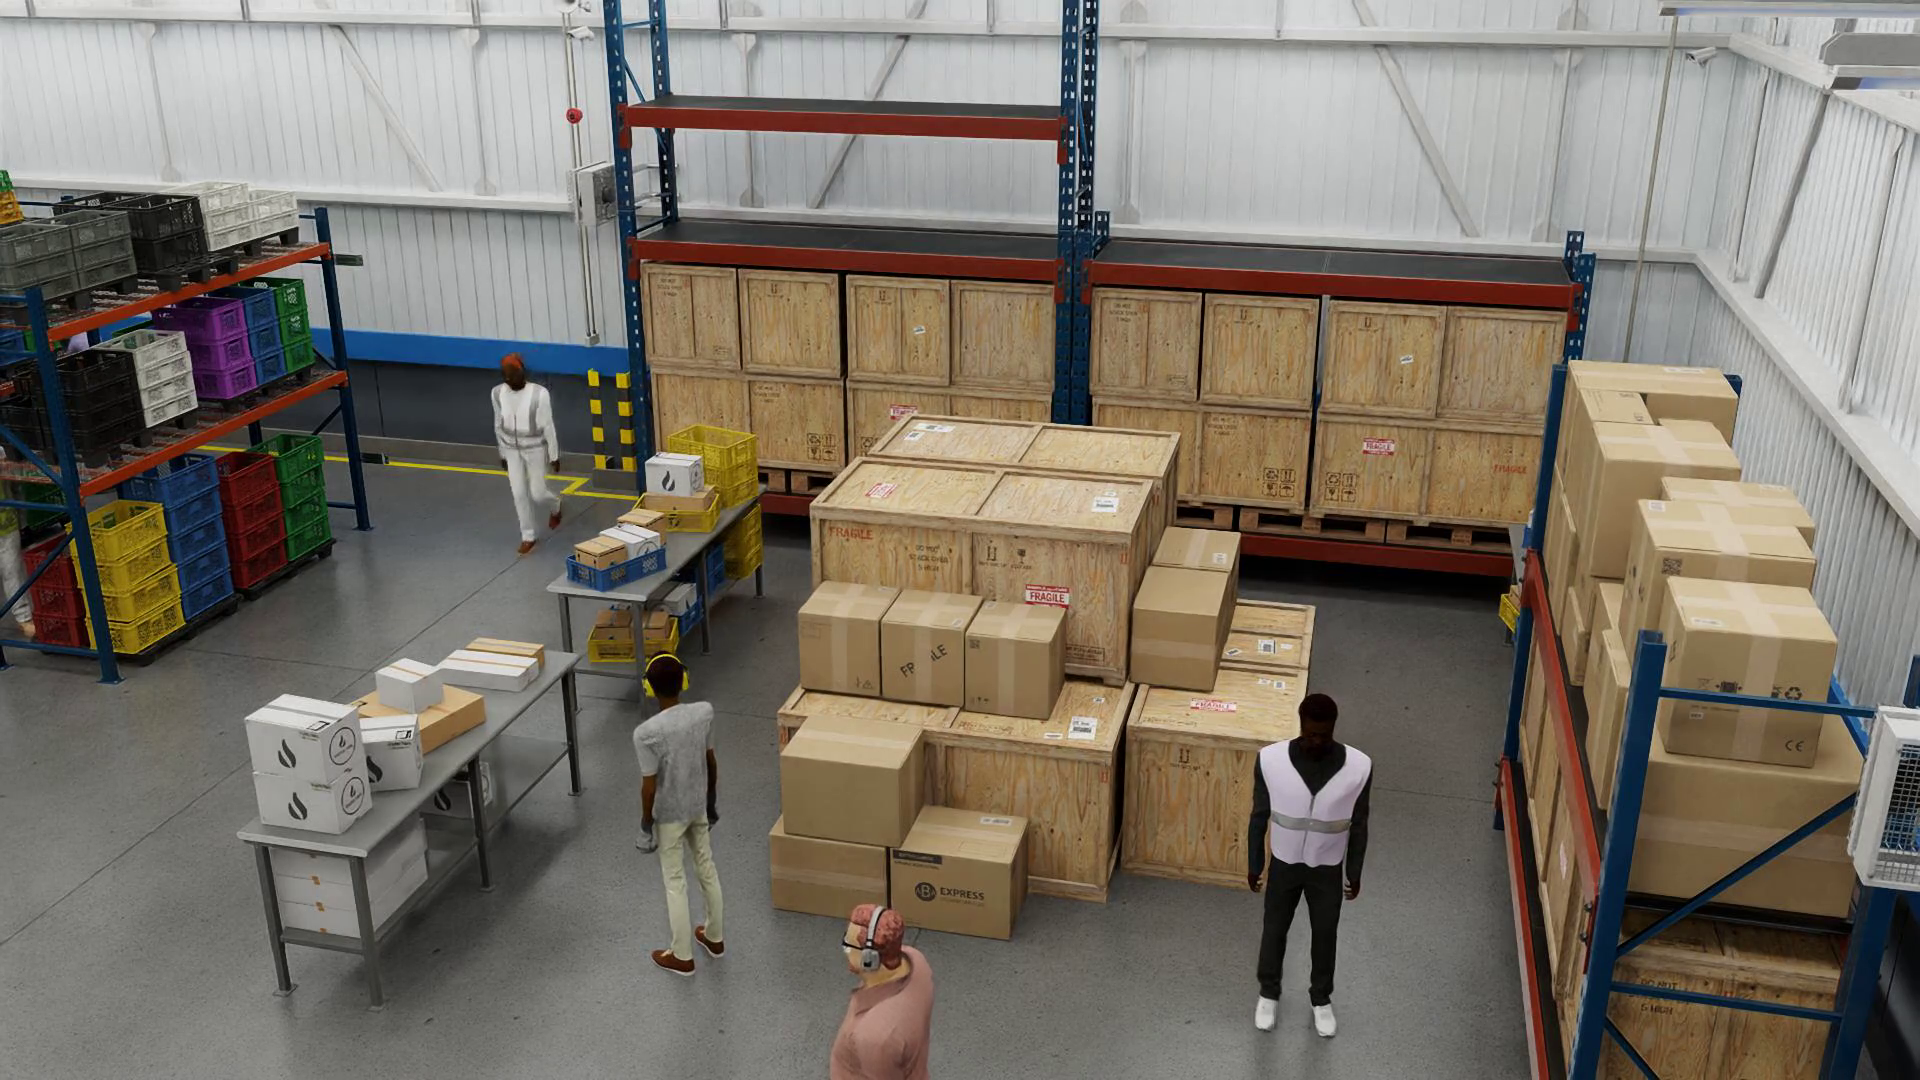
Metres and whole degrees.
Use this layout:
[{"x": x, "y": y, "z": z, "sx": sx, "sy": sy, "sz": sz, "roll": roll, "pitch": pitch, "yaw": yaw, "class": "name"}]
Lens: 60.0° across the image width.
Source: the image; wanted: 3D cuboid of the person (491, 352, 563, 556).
[{"x": -3.855, "y": -0.814, "z": 14.919, "sx": 0.594, "sy": 1.858, "sz": 0.629, "roll": 5, "pitch": 21, "yaw": 12, "class": "person"}]

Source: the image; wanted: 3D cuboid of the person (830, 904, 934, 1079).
[{"x": -0.320, "y": 2.306, "z": 6.700, "sx": 0.399, "sy": 1.909, "sz": 0.642, "roll": 4, "pitch": 21, "yaw": 10, "class": "person"}]

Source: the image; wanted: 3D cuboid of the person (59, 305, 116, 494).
[{"x": -8.552, "y": -1.420, "z": 16.413, "sx": 0.373, "sy": 1.933, "sz": 0.627, "roll": -10, "pitch": 23, "yaw": -24, "class": "person"}]

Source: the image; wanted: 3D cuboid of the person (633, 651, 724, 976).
[{"x": -1.522, "y": 1.470, "z": 8.947, "sx": 0.515, "sy": 1.866, "sz": 0.333, "roll": -19, "pitch": 28, "yaw": -41, "class": "person"}]

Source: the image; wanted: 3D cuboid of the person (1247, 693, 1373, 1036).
[{"x": 1.759, "y": 1.628, "z": 8.473, "sx": 0.592, "sy": 1.912, "sz": 0.382, "roll": 3, "pitch": 21, "yaw": 8, "class": "person"}]

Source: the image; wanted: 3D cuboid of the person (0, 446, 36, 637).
[{"x": -7.616, "y": -0.074, "z": 13.025, "sx": 0.622, "sy": 1.838, "sz": 0.429, "roll": -19, "pitch": 28, "yaw": -40, "class": "person"}]
